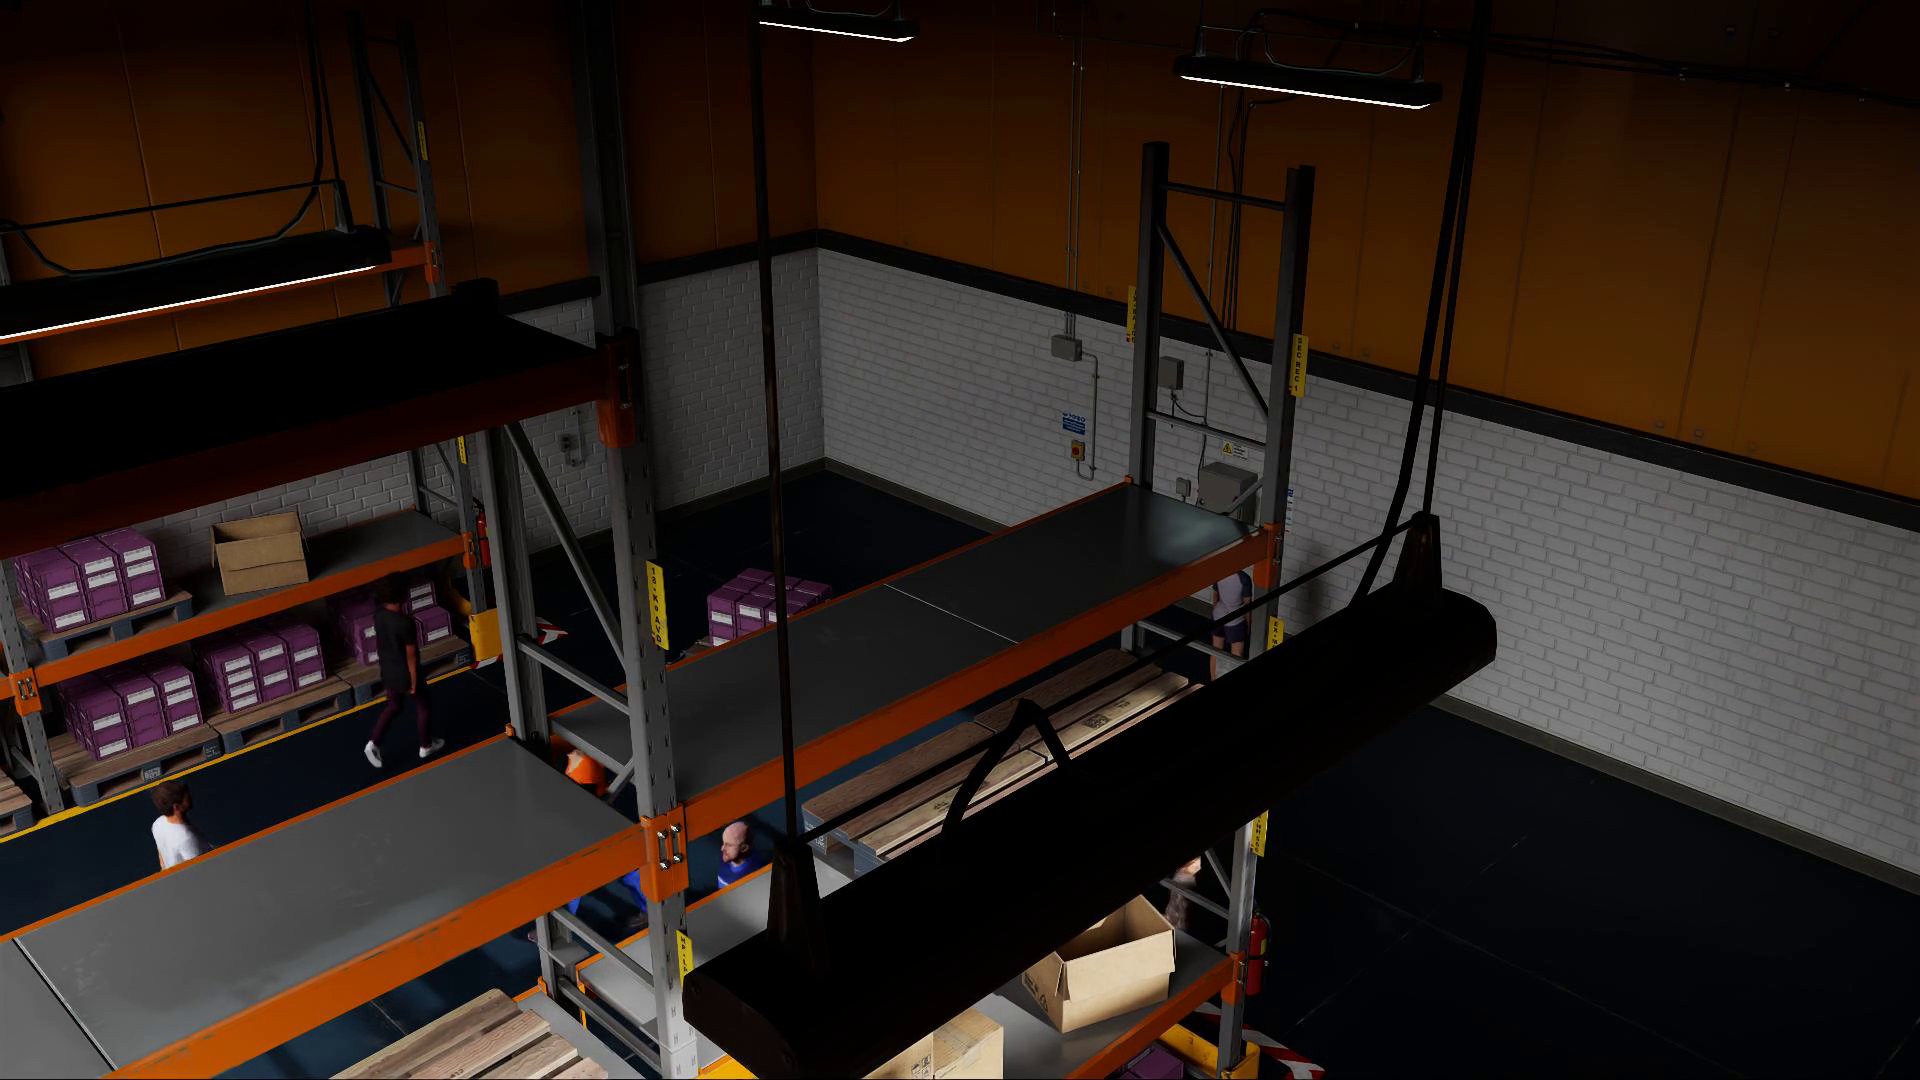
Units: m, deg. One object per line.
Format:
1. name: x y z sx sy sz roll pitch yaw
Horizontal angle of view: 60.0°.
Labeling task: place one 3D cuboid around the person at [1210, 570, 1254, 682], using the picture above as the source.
1. person: 2.505 0.714 15.358 0.573 1.566 0.531 19 30 37

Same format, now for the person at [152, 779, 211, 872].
1. person: -5.161 2.438 11.051 0.652 1.855 0.625 -22 32 -40

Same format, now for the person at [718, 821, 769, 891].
1. person: -1.272 2.600 10.751 1.139 1.800 0.675 -21 31 -40

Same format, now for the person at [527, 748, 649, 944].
1. person: -2.546 2.075 11.905 1.325 1.837 1.148 -4 24 -9

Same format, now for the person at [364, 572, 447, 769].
1. person: -4.819 1.133 14.158 0.826 1.760 1.053 11 26 24
